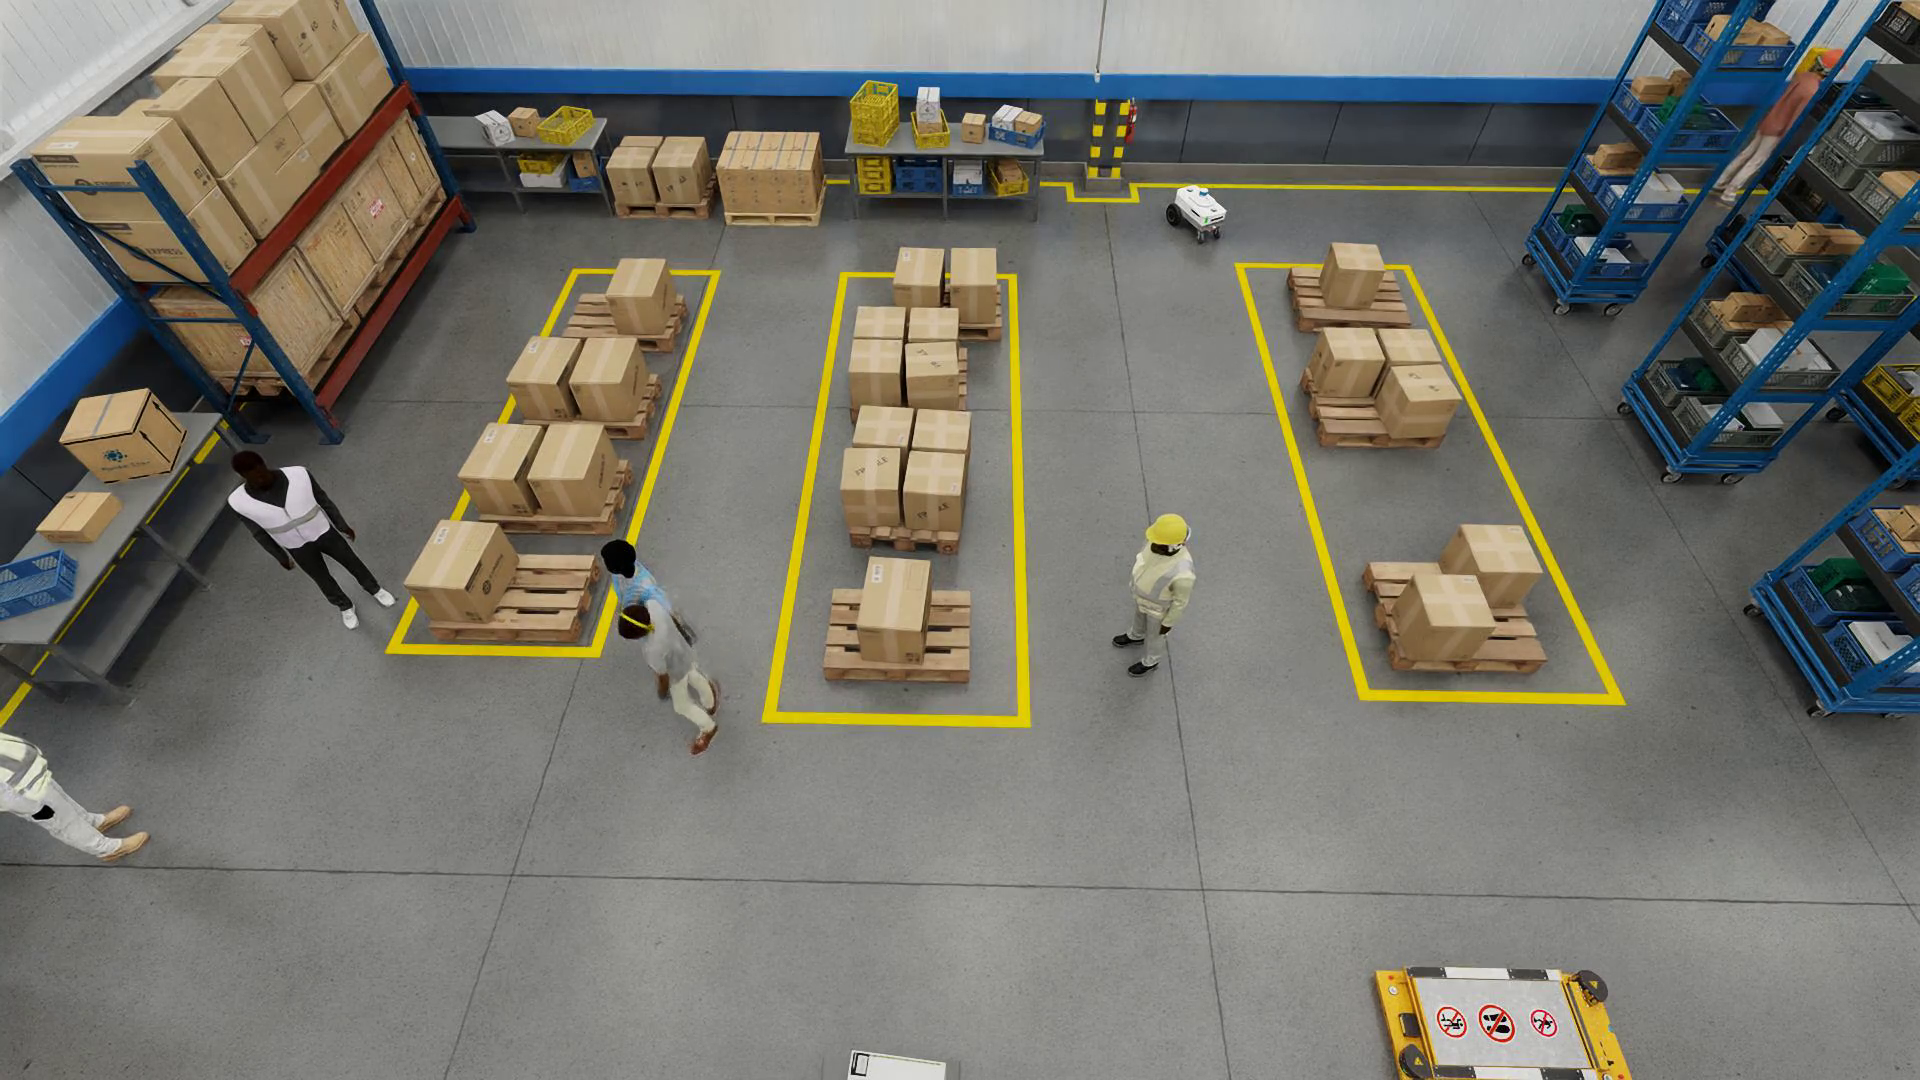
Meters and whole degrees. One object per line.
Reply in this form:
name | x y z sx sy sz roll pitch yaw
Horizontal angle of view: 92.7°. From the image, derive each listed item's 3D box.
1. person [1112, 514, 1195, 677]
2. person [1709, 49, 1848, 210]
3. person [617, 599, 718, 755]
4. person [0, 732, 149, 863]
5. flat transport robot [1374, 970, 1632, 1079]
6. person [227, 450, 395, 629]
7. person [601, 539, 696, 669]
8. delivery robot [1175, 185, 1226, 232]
person | 1.505 0.426 7.120 0.404 1.830 0.599 -13 52 -10
person | 10.378 -5.182 11.604 0.433 1.981 0.634 12 52 9
person | -2.114 0.887 6.752 0.339 1.833 0.683 -6 51 -5
person | -6.287 1.625 6.138 0.633 1.839 0.429 34 58 24
flat transport robot | 3.501 3.133 5.914 1.431 0.197 0.652 1 51 1
person | -5.281 -0.030 7.437 0.391 1.920 0.593 38 60 27
person | -2.414 0.564 7.093 0.540 1.695 0.317 36 59 26
delivery robot | 3.064 -4.241 11.685 0.477 0.478 0.707 -20 54 -16
